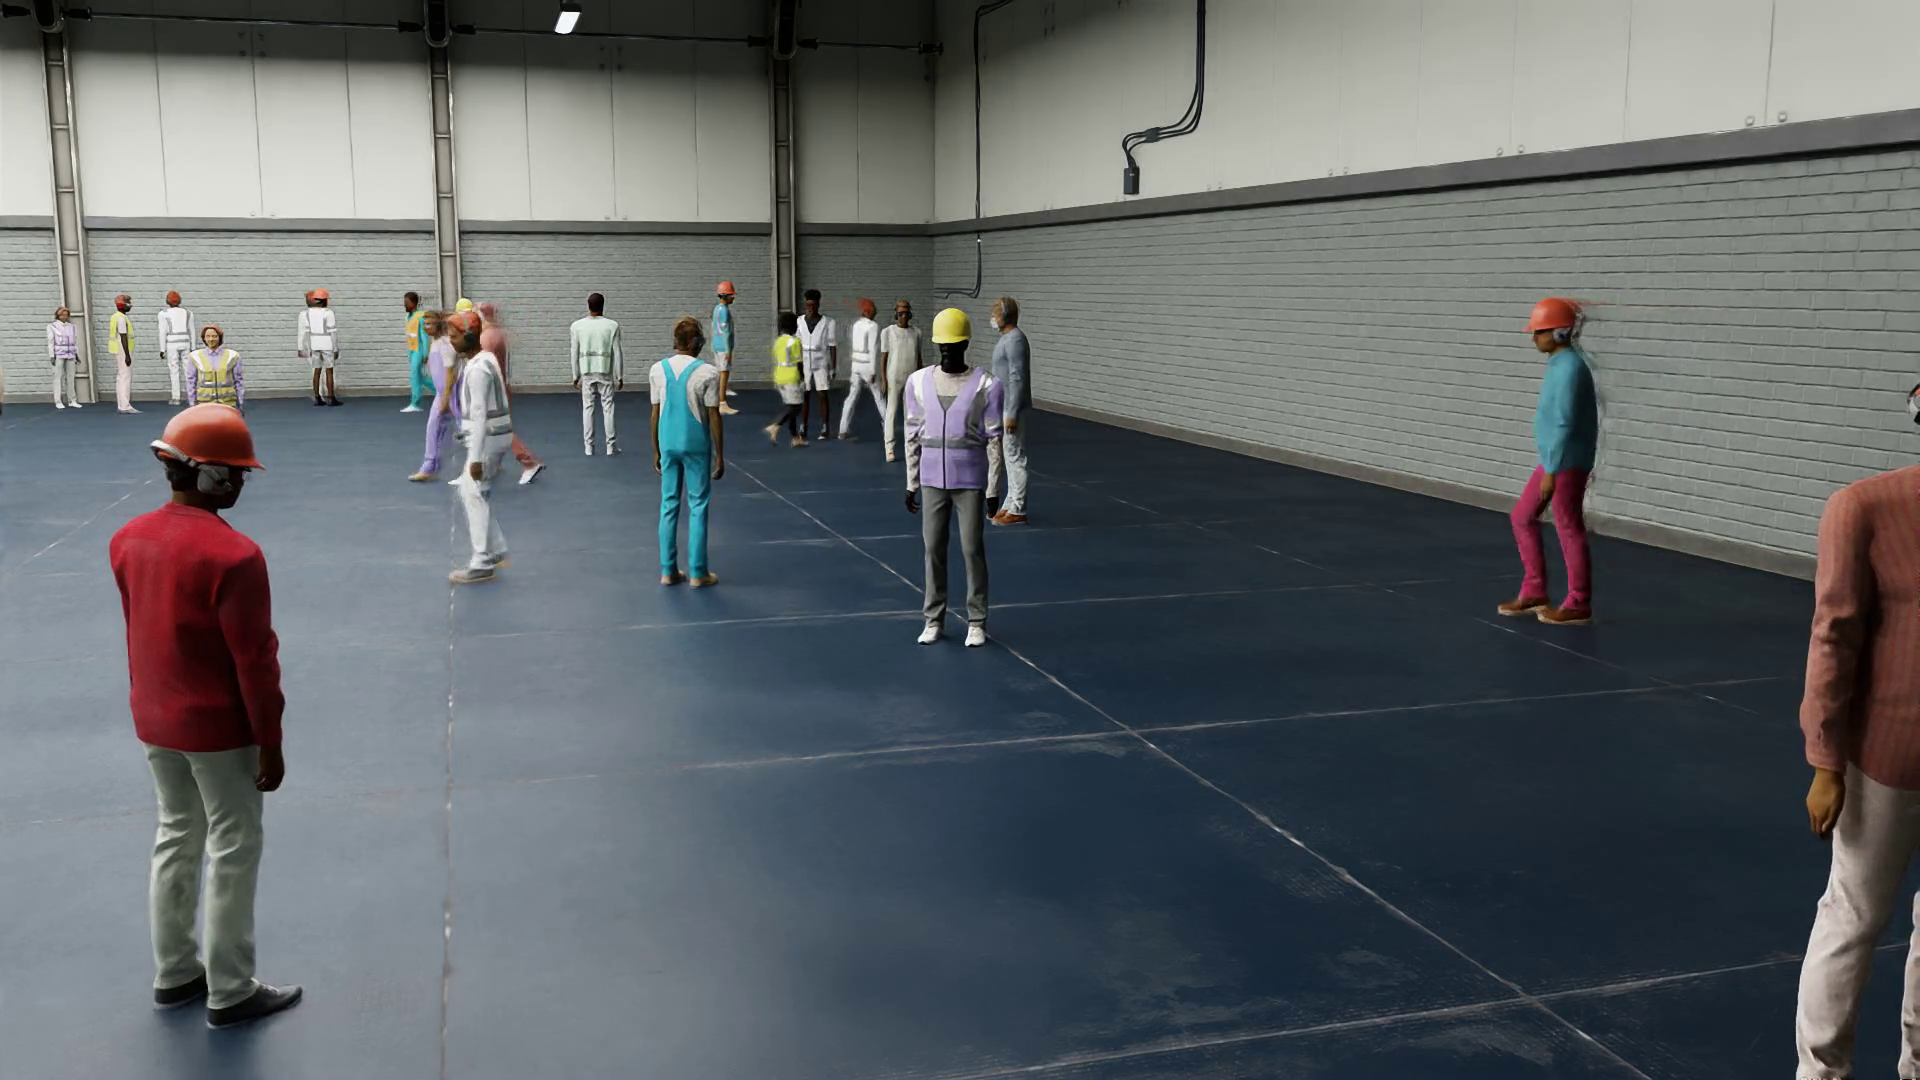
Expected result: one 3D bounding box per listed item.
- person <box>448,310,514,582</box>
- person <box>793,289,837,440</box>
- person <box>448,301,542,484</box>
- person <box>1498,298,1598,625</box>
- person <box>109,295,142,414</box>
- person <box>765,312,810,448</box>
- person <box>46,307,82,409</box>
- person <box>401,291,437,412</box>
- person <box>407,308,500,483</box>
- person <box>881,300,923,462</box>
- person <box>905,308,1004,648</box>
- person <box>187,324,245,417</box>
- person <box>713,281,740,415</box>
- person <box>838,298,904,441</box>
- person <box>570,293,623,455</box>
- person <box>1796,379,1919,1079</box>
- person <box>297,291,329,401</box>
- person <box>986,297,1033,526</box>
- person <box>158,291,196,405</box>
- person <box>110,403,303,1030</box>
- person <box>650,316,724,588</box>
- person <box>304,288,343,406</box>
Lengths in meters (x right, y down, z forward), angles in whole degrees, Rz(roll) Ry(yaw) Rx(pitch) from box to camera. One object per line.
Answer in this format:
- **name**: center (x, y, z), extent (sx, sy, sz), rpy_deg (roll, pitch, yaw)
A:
- **person**: center (-3.296, -0.635, 11.415), extent (0.501, 1.872, 0.642), rpy_deg (-2, 9, -15)
- **person**: center (-1.891, -2.269, 21.559), extent (0.607, 1.958, 0.377), rpy_deg (2, 9, 10)
- **person**: center (-4.736, -1.477, 16.813), extent (0.877, 1.867, 0.690), rpy_deg (-2, 9, -12)
- **person**: center (3.512, -0.455, 9.944), extent (0.704, 1.960, 0.639), rpy_deg (2, 9, 11)
- **person**: center (-12.931, -2.862, 25.689), extent (0.372, 1.843, 0.570), rpy_deg (-6, 11, -34)
- **person**: center (-2.119, -1.950, 20.348), extent (0.602, 1.684, 0.540), rpy_deg (-6, 11, -33)
- **person**: center (-14.456, -2.939, 26.839), extent (0.309, 1.638, 0.513), rpy_deg (4, 10, 26)
- **person**: center (-8.505, -2.976, 26.273), extent (0.723, 1.899, 0.594), rpy_deg (-7, 12, -39)
- **person**: center (-5.224, -1.492, 17.151), extent (0.956, 1.798, 0.501), rpy_deg (-8, 12, -42)
- **person**: center (-0.653, -1.810, 18.977), extent (0.508, 1.844, 0.336), rpy_deg (-3, 9, -19)
- **person**: center (-0.040, -0.342, 9.399), extent (0.583, 1.919, 0.396), rpy_deg (3, 9, 19)
- **person**: center (-7.405, -1.332, 16.580), extent (0.517, 1.639, 0.313), rpy_deg (-4, 10, -25)
- **person**: center (-3.598, -2.946, 25.591), extent (0.395, 2.042, 0.611), rpy_deg (-3, 9, -18)
- **person**: center (-1.178, -2.198, 21.521), extent (0.988, 1.825, 0.580), rpy_deg (-7, 11, -39)
- **person**: center (-4.296, -1.962, 19.715), extent (0.597, 1.917, 0.374), rpy_deg (0, 9, -2)
- **person**: center (2.224, 0.498, 3.773), extent (0.612, 1.994, 0.395), rpy_deg (0, 9, -3)
- **person**: center (-11.062, -3.315, 28.463), extent (0.497, 1.874, 0.616), rpy_deg (7, 11, 36)
- **person**: center (0.423, -1.081, 14.050), extent (0.377, 1.933, 0.627), rpy_deg (0, 9, -3)
- **person**: center (-12.998, -3.187, 27.637), extent (0.337, 1.882, 0.584), rpy_deg (8, 12, 43)
- **person**: center (-2.085, 0.488, 4.651), extent (0.578, 1.738, 0.354), rpy_deg (5, 10, 29)
- **person**: center (-1.834, -0.584, 11.198), extent (0.524, 1.834, 0.355), rpy_deg (2, 9, 15)
- **person**: center (-10.426, -3.152, 27.244), extent (0.545, 1.938, 0.362), rpy_deg (2, 9, 13)
